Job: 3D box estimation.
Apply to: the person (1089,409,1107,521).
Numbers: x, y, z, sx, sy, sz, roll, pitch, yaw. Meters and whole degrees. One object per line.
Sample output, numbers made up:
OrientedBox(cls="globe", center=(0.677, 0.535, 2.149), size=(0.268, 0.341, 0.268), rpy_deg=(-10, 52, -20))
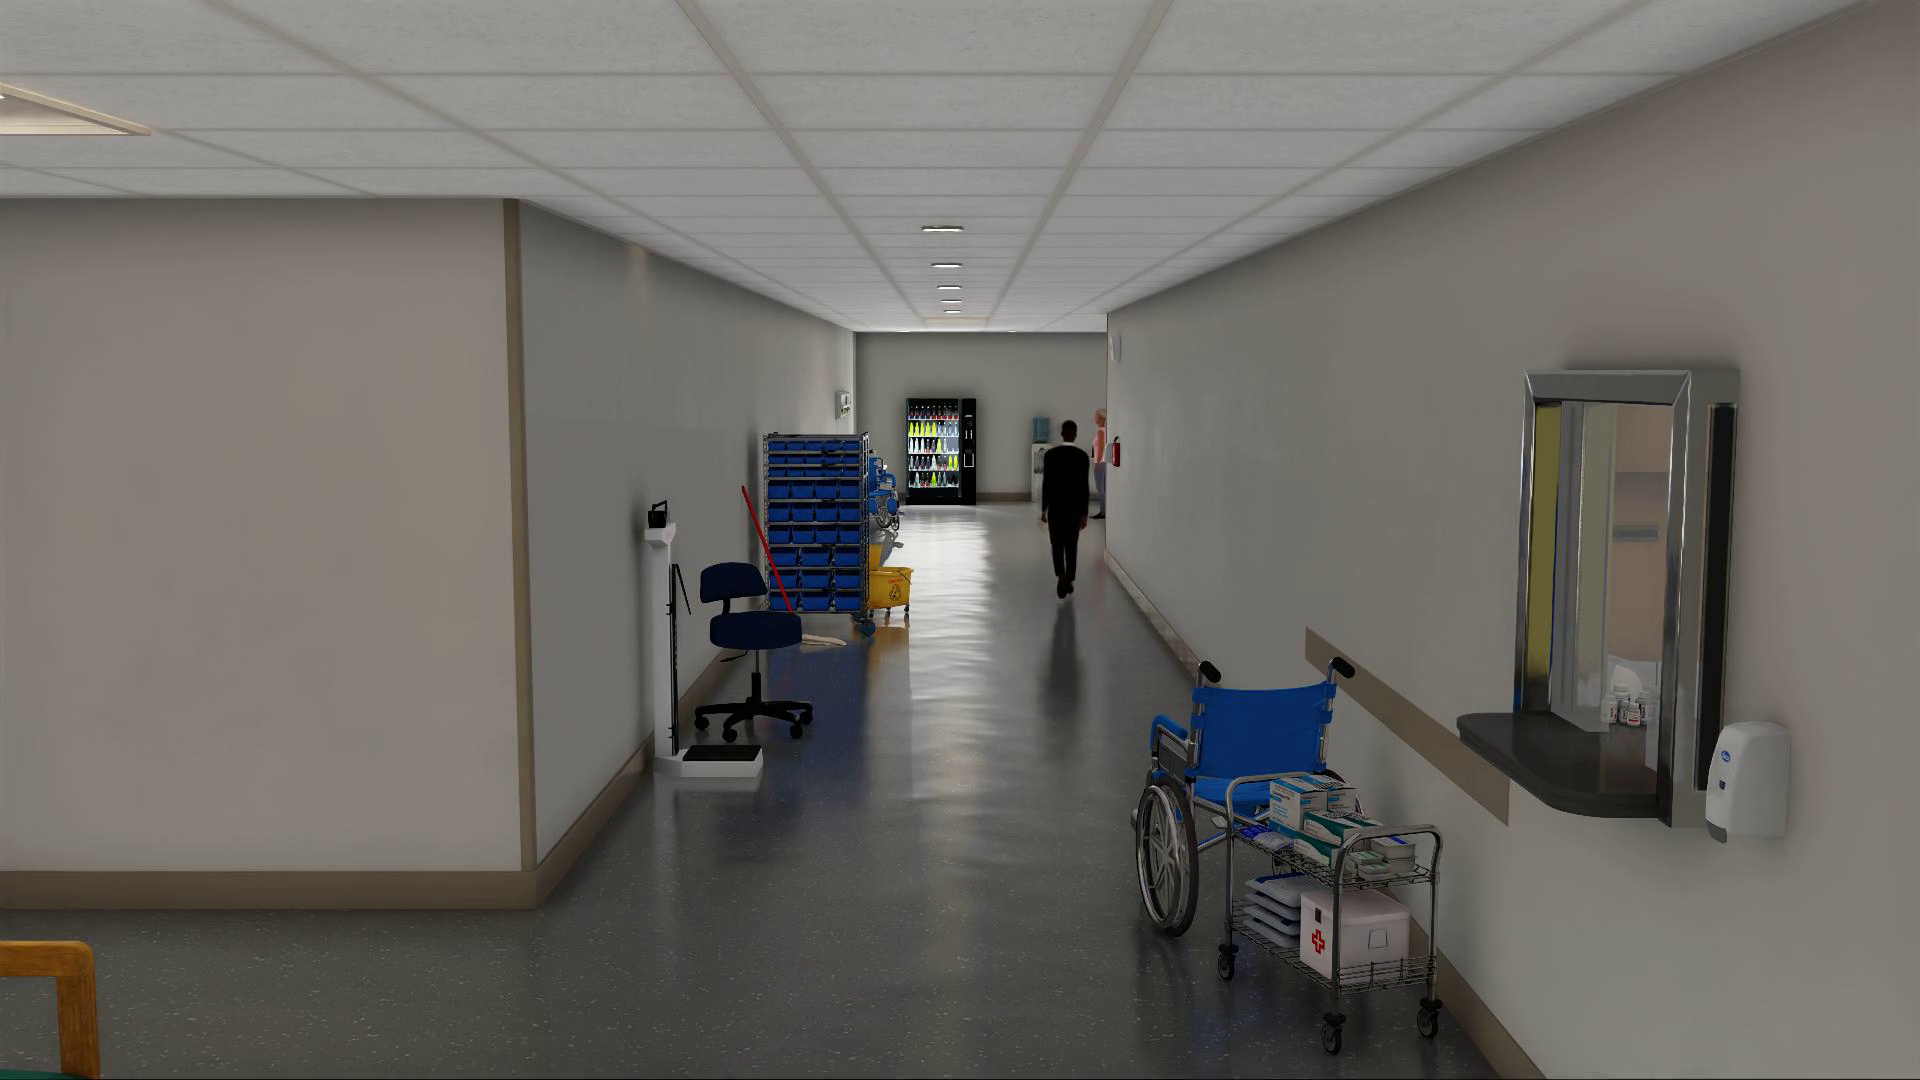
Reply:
OrientedBox(cls="person", center=(2.213, -1.180, 25.835), size=(0.640, 1.726, 0.636), rpy_deg=(3, 6, 24))

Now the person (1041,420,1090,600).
OrientedBox(cls="person", center=(1.051, -0.288, 16.692), size=(1.069, 1.780, 0.691), rpy_deg=(0, 6, 1))
